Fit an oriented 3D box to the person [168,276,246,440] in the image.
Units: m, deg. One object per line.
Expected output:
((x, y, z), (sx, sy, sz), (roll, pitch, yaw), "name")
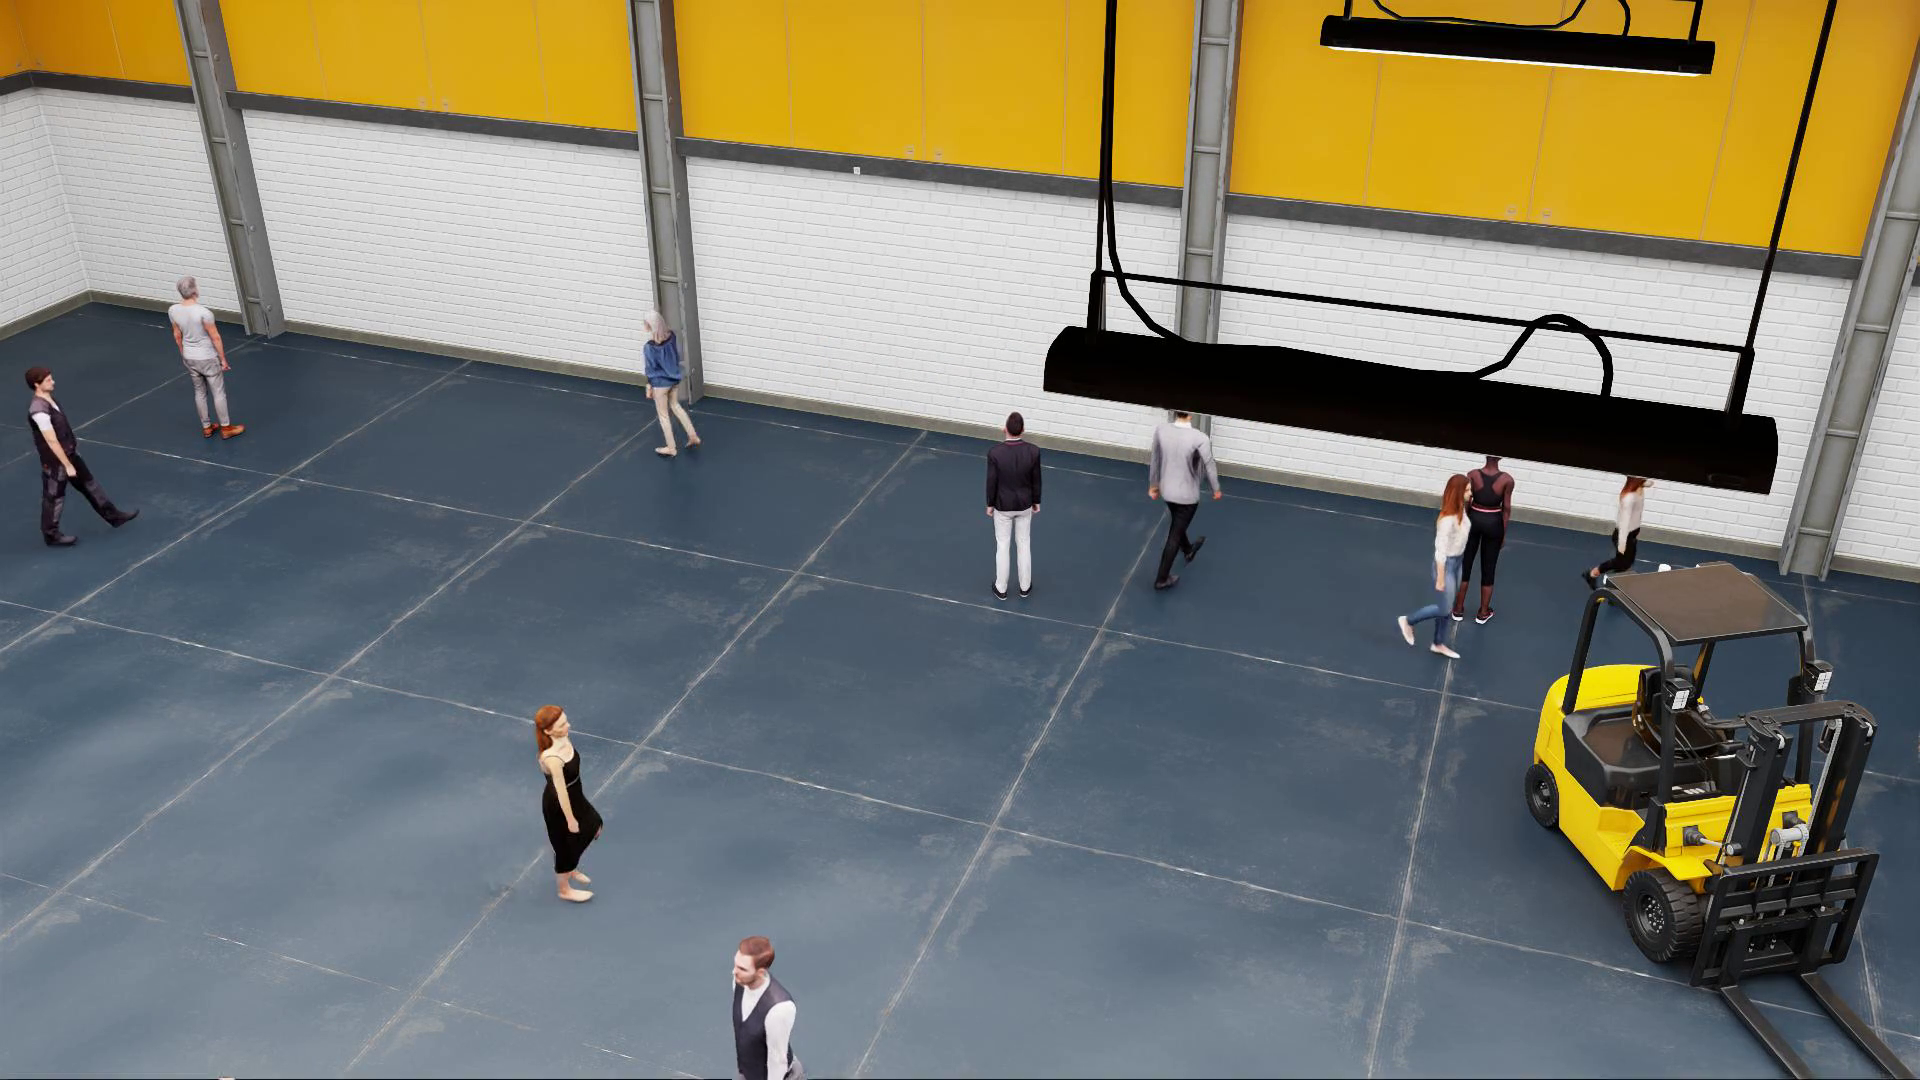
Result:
((-8.265, -1.984, 18.135), (0.515, 1.827, 0.777), (6, 29, 12), "person")

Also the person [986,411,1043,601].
((0.481, -0.314, 15.056), (0.663, 1.845, 0.798), (-3, 29, -6), "person")

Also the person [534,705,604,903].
((-2.795, 1.816, 11.392), (0.657, 1.614, 0.630), (2, 29, 3), "person")

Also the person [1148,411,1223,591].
((1.955, -0.399, 15.175), (1.208, 1.880, 1.101), (25, 37, 38), "person")

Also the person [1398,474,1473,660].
((4.084, 0.215, 14.215), (0.863, 1.721, 0.706), (19, 34, 31), "person")

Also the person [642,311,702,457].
((-3.108, -1.674, 17.717), (0.746, 1.684, 0.713), (23, 36, 35), "person")

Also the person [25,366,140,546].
((-8.743, -0.771, 15.926), (1.212, 1.813, 1.090), (-9, 30, -16), "person")

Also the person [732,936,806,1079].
((-0.963, 2.893, 9.123), (1.144, 1.896, 1.240), (-22, 35, -34), "person")

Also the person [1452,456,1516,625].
((4.617, -0.084, 14.721), (0.456, 1.762, 0.630), (10, 30, 18), "person")

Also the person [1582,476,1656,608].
((5.924, -0.060, 14.979), (0.772, 1.472, 0.634), (15, 32, 25), "person")
